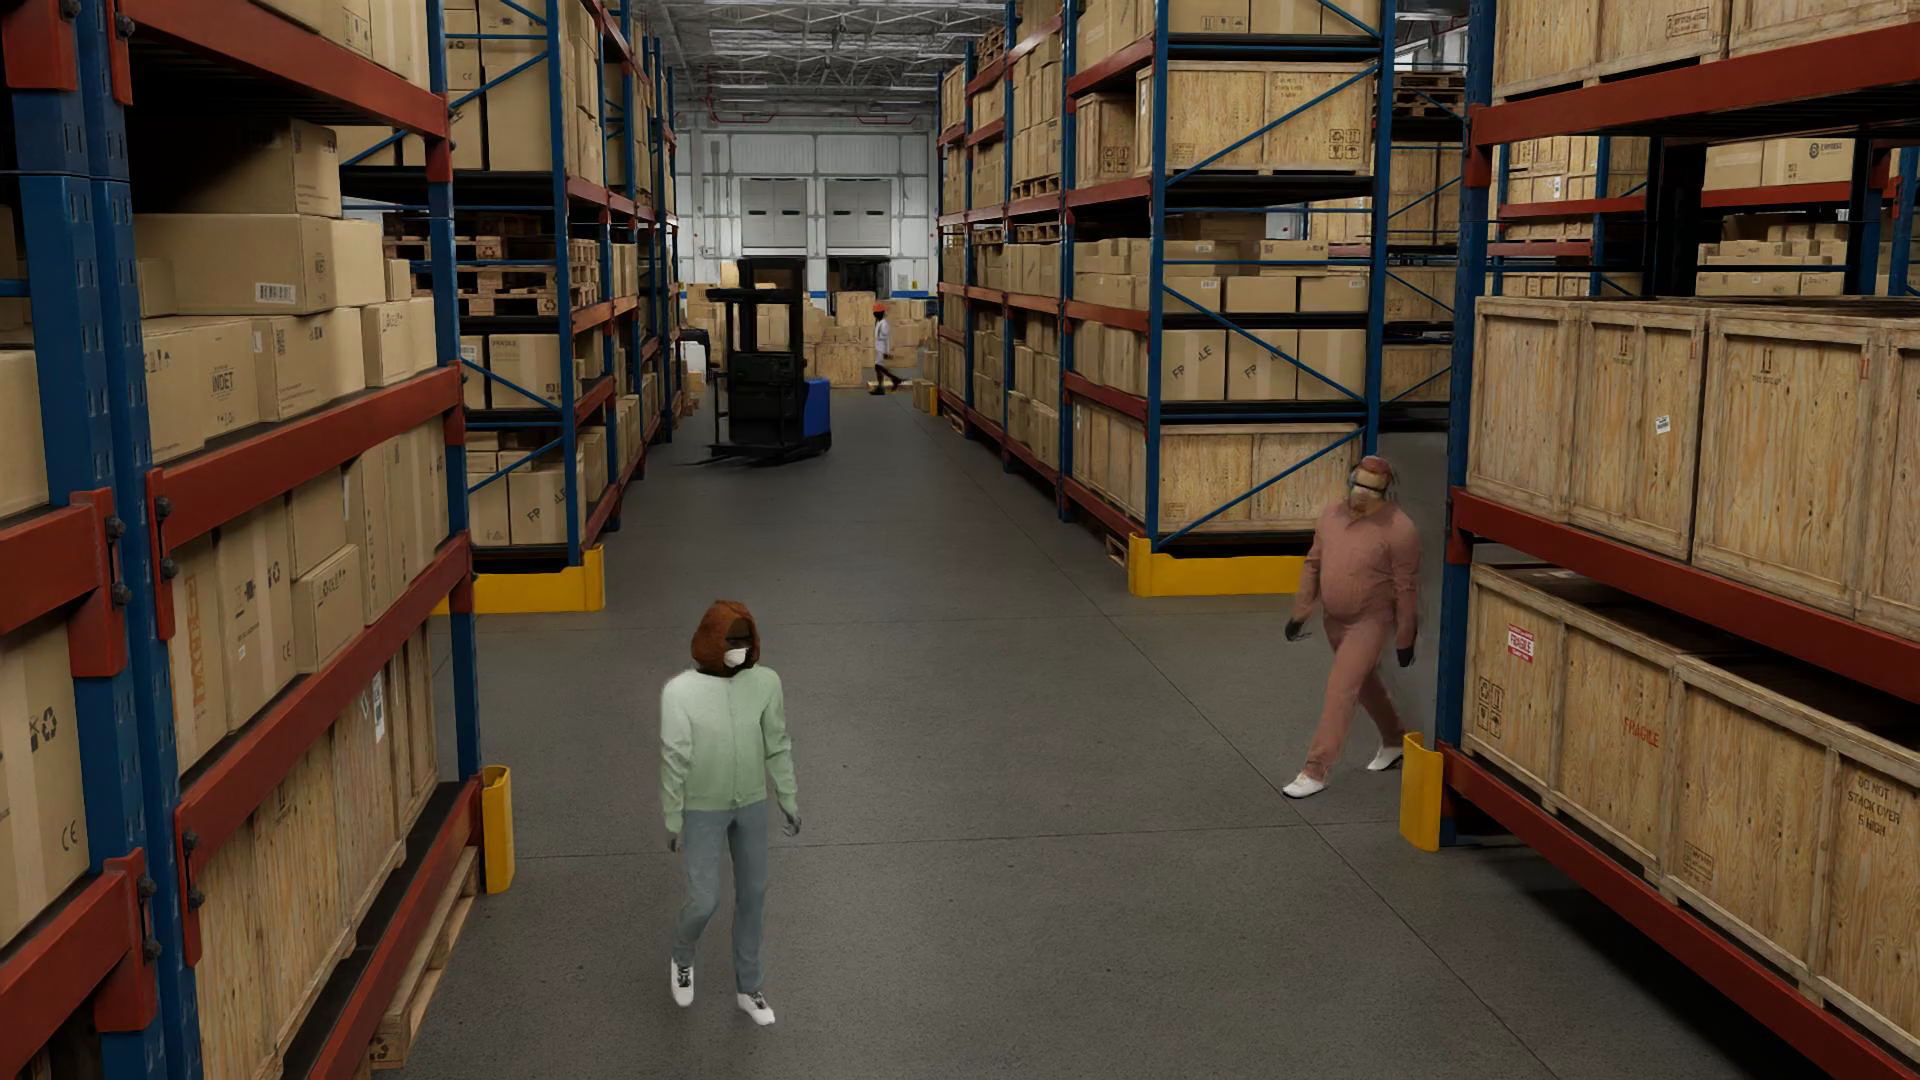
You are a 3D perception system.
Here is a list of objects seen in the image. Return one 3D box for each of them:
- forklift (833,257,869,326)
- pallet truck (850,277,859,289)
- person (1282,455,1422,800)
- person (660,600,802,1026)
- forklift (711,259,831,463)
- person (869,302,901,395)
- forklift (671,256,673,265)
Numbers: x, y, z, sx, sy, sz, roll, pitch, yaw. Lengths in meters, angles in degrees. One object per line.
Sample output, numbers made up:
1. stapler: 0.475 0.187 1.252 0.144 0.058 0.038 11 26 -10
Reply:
1. forklift: -3.028 -6.694 47.538 1.129 2.768 1.873 -8 13 -40
2. pallet truck: -3.782 -9.391 65.808 1.885 1.965 0.823 2 10 10
3. person: 2.185 0.440 9.017 1.016 1.846 0.659 -5 11 -28
4. person: -0.874 1.020 6.280 0.514 1.620 0.419 -7 12 -36
5. forklift: -2.655 -2.591 23.648 1.129 2.768 1.873 3 10 18
6. person: -1.557 -3.941 34.307 0.598 1.917 0.567 -2 10 -12
7. forklift: -10.987 -9.066 61.344 1.129 2.768 1.873 -1 10 -7
